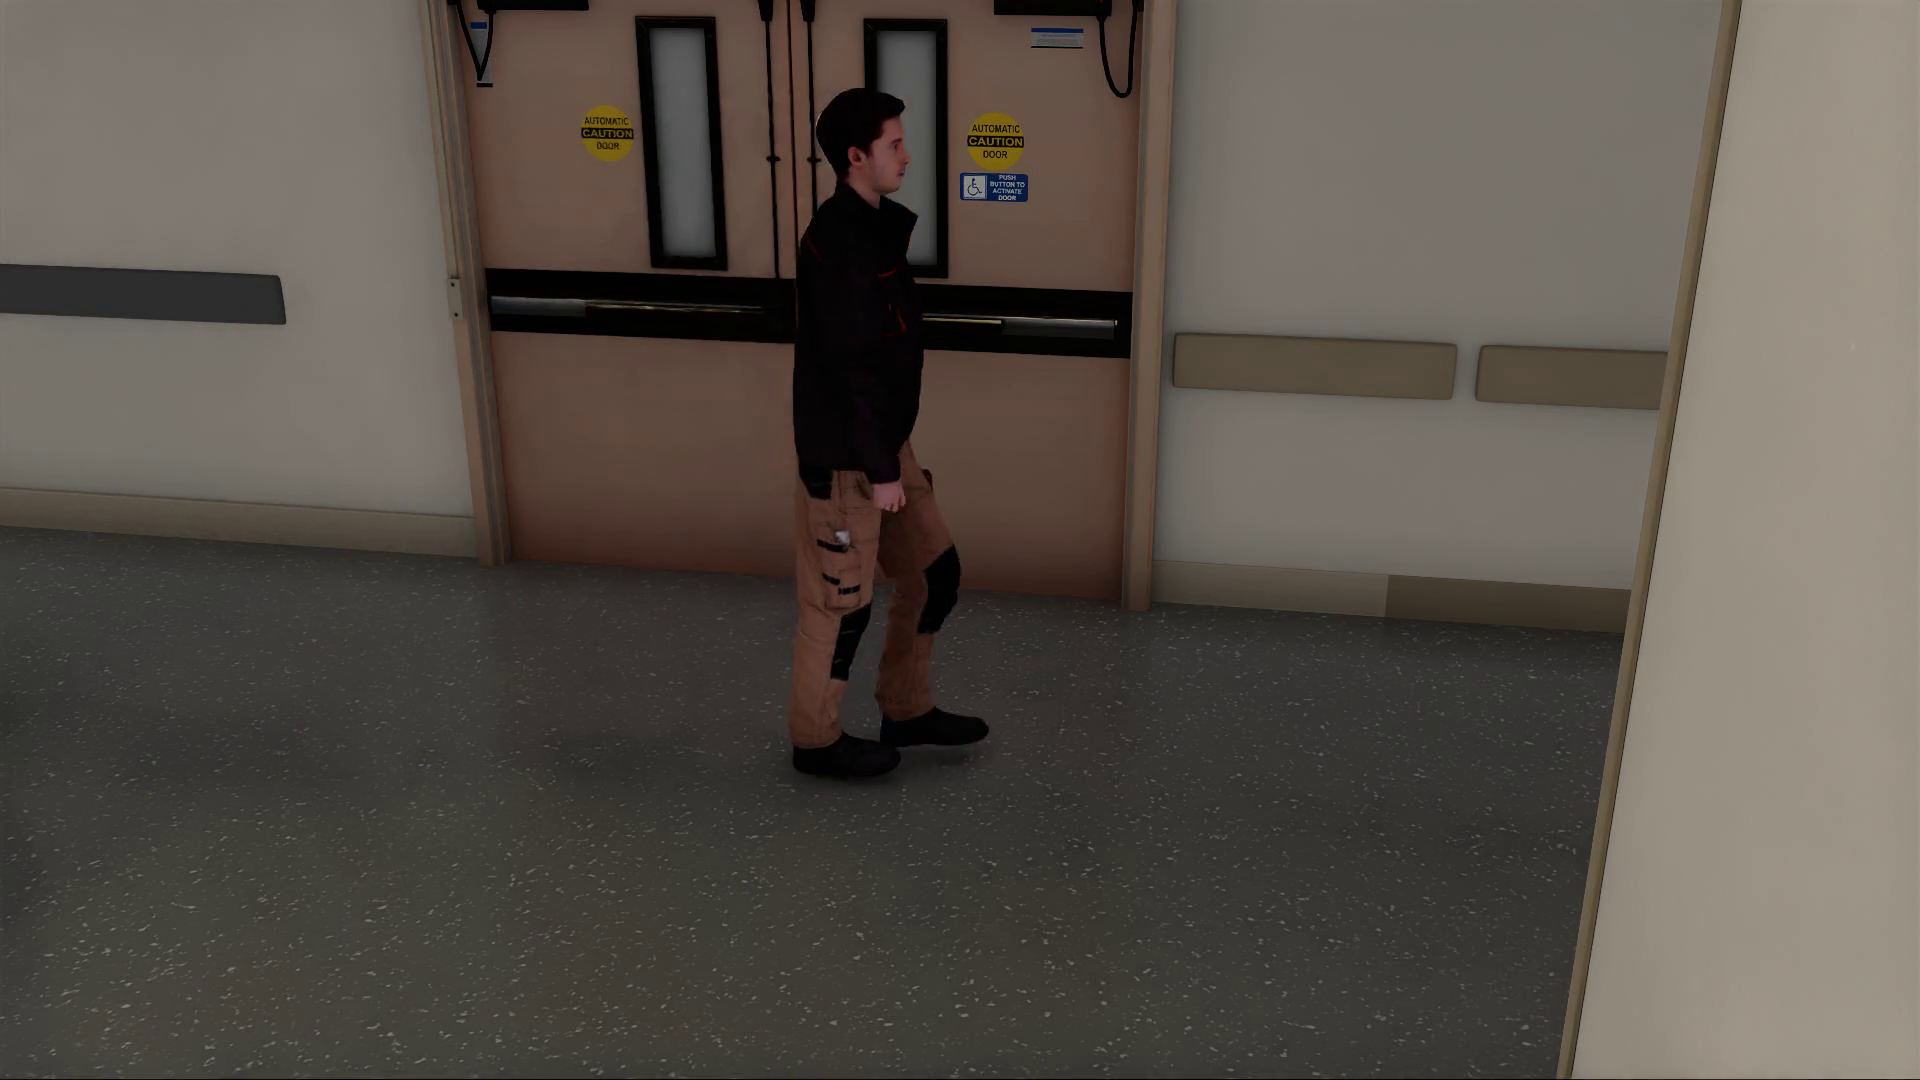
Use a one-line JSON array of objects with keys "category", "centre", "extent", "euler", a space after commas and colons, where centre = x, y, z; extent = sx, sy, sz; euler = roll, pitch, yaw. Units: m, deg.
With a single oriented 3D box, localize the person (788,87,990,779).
[{"category": "person", "centre": [-0.362, -0.233, 4.502], "extent": [0.821, 1.908, 0.760], "euler": [1, 21, 4]}]
